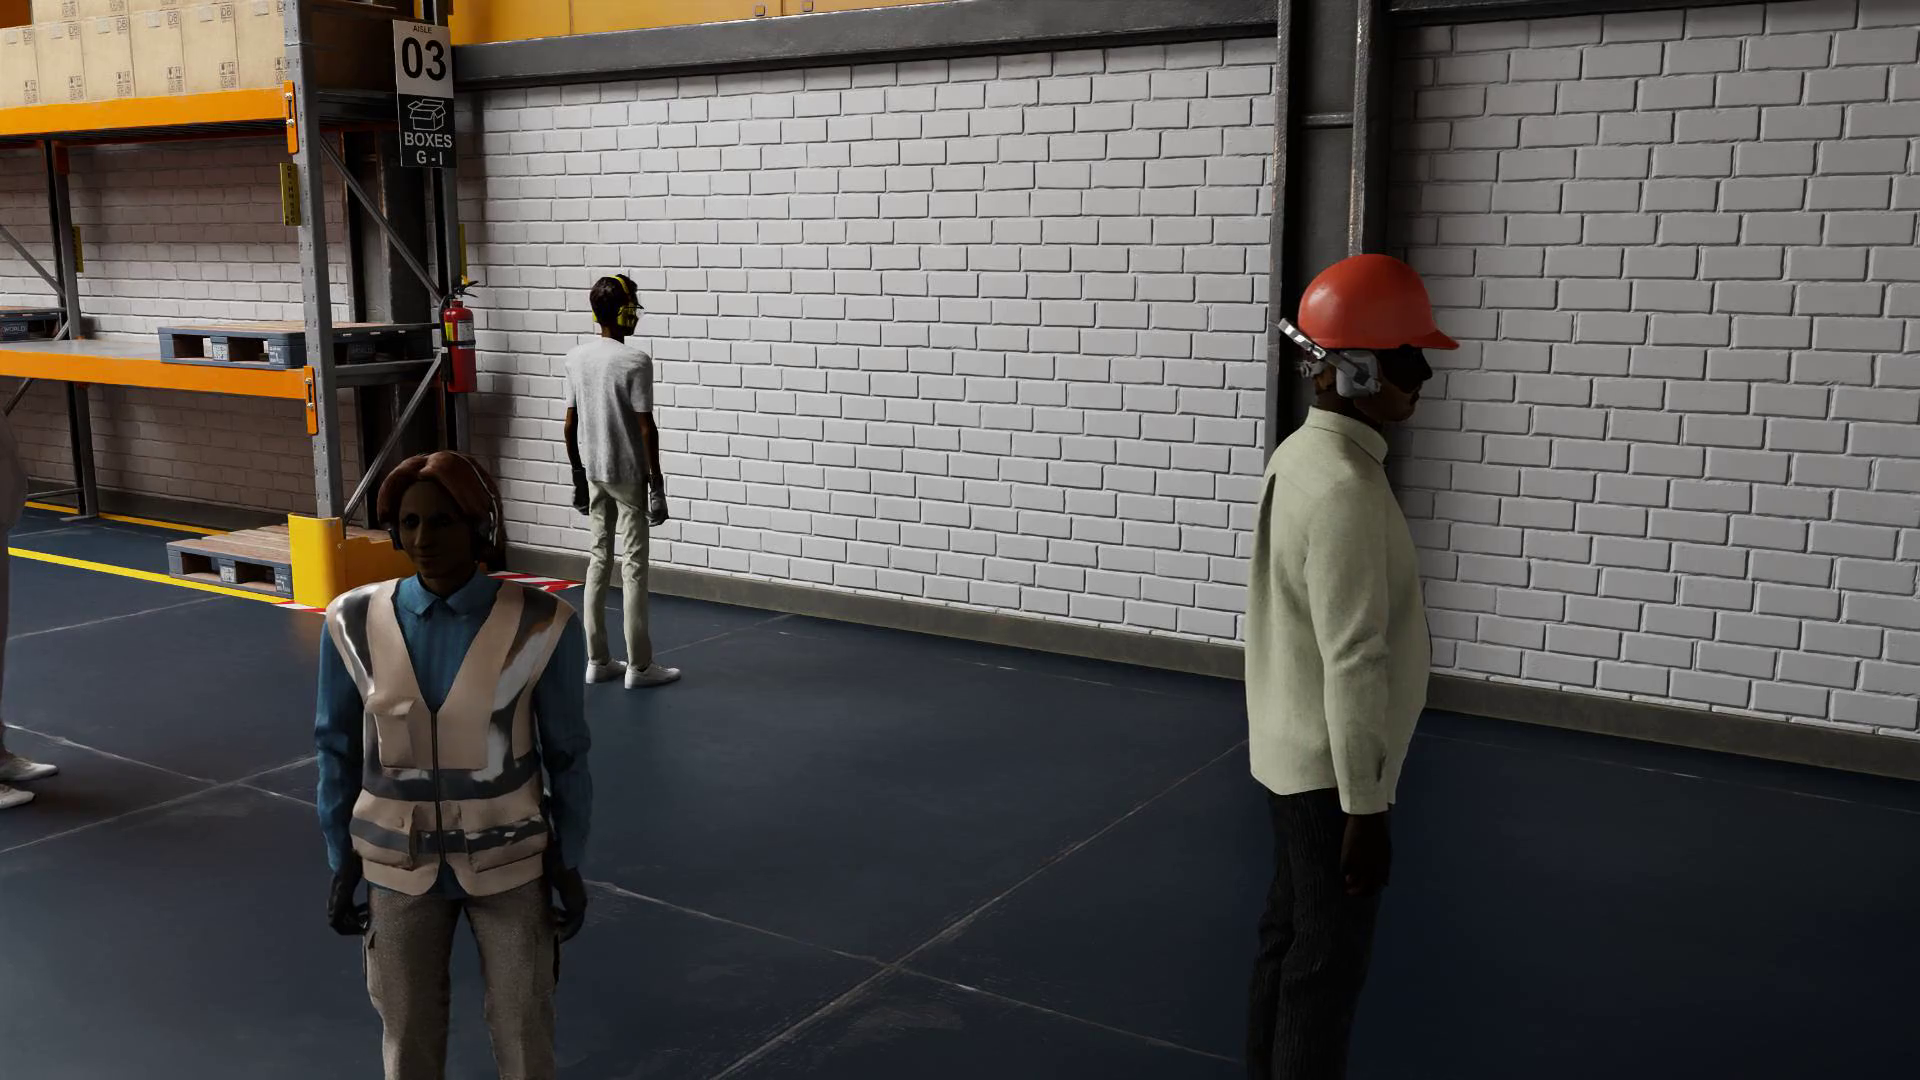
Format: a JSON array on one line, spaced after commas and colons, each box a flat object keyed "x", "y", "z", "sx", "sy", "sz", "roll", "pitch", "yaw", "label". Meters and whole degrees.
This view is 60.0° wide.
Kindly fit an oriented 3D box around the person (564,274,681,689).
[{"x": -1.545, "y": -0.260, "z": 7.547, "sx": 0.536, "sy": 1.869, "sz": 0.314, "roll": 6, "pitch": 12, "yaw": 28, "label": "person"}]

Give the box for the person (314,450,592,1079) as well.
[{"x": -0.963, "y": 0.639, "z": 3.198, "sx": 0.512, "sy": 1.642, "sz": 0.312, "roll": -1, "pitch": 10, "yaw": -4, "label": "person"}]

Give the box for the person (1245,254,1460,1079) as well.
[{"x": 0.757, "y": 0.439, "z": 3.327, "sx": 0.381, "sy": 1.994, "sz": 0.622, "roll": 0, "pitch": 10, "yaw": 1, "label": "person"}]

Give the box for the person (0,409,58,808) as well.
[{"x": -3.539, "y": 0.019, "z": 5.943, "sx": 0.402, "sy": 1.896, "sz": 0.652, "roll": -4, "pitch": 11, "yaw": -19, "label": "person"}]
